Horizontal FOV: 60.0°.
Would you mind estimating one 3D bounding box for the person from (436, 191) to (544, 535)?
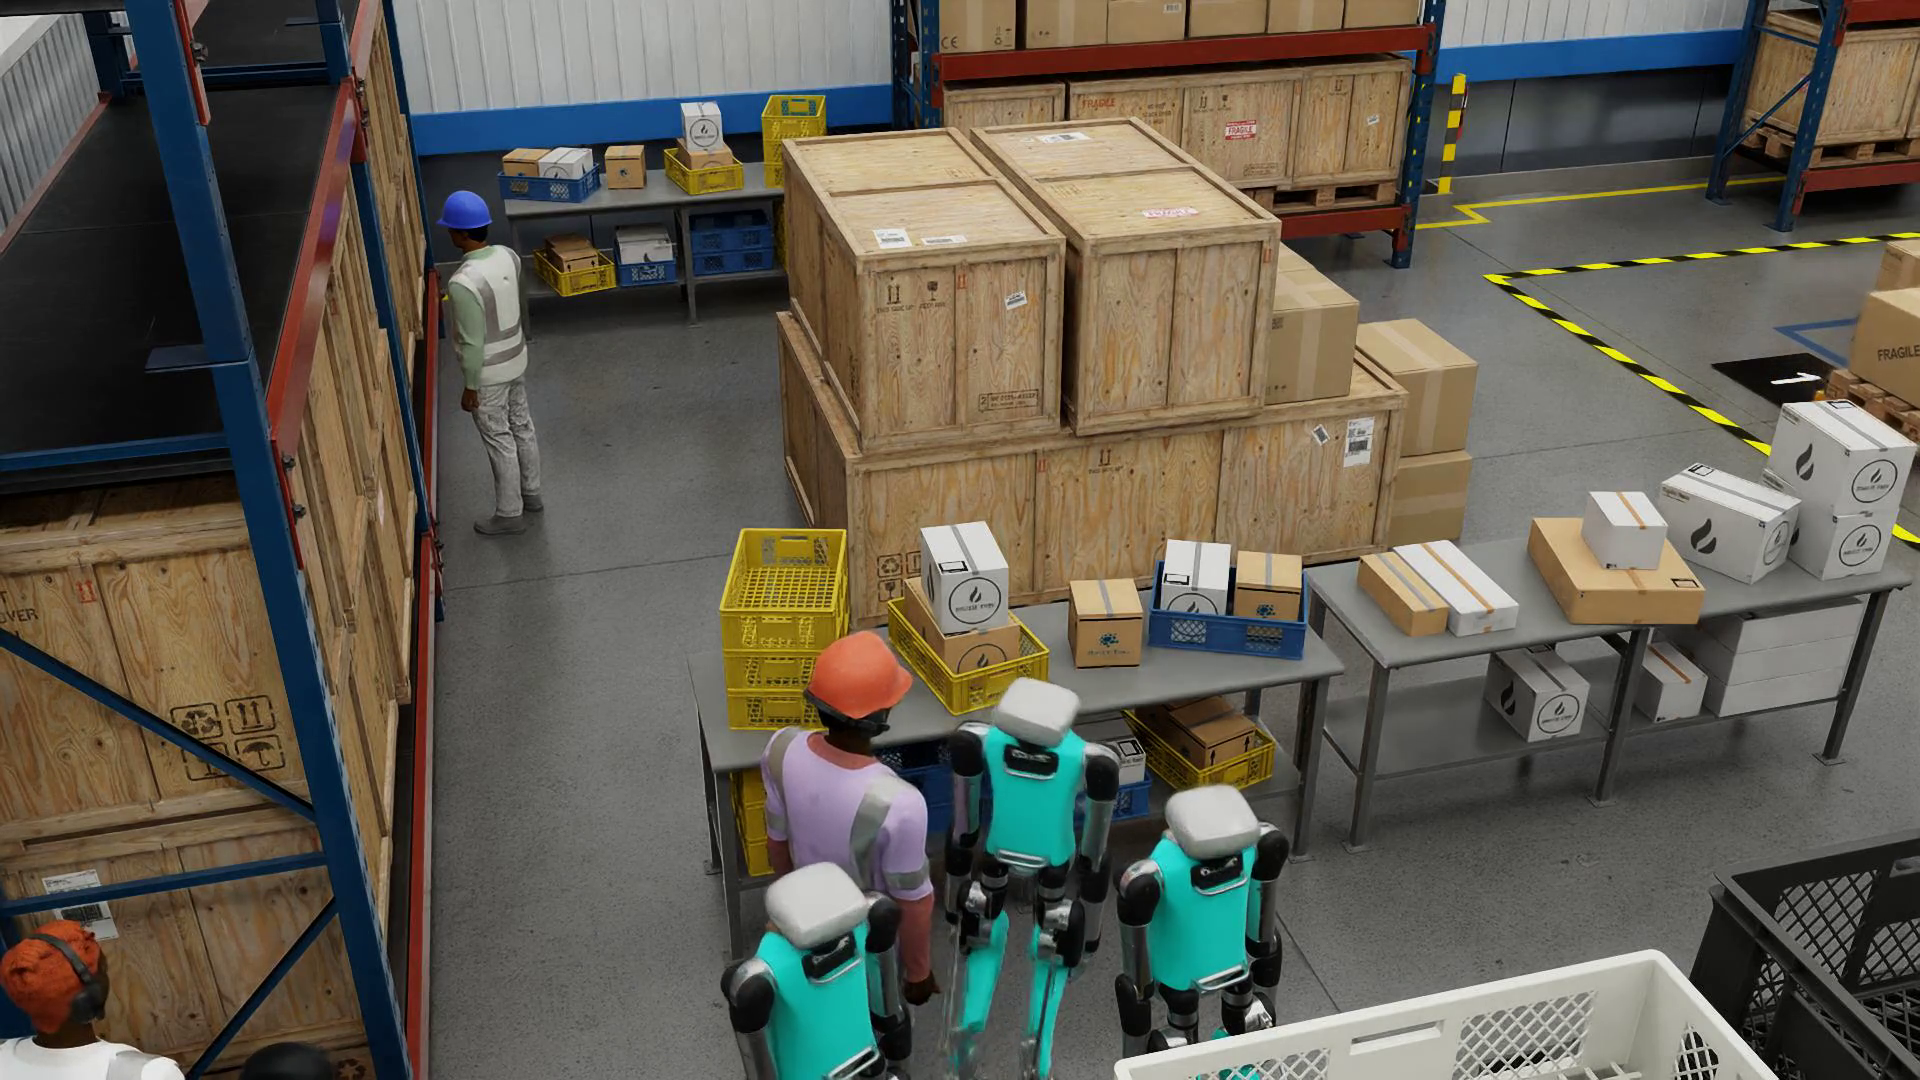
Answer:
[{"bbox_3d":[-2.566,-0.957,9.114,0.386,1.947,0.611,6,29,10],"label":"person"}]

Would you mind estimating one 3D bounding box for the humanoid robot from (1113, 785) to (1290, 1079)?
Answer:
[{"bbox_3d":[0.779,1.531,4.708,0.532,1.693,0.733,-13,31,-22],"label":"humanoid robot"}]

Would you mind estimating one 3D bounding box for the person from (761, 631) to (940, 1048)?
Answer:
[{"bbox_3d":[-0.311,1.175,5.148,0.607,2.043,0.394,21,35,33],"label":"person"}]

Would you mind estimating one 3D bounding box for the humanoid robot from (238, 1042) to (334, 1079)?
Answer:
[{"bbox_3d":[-1.605,1.928,4.157,0.409,1.654,0.608,-3,29,-6],"label":"humanoid robot"}]

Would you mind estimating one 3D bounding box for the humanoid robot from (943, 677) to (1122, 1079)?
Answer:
[{"bbox_3d":[0.165,1.321,5.194,0.553,1.796,0.668,7,30,13],"label":"humanoid robot"}]

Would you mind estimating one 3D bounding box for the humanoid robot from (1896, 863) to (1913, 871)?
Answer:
[{"bbox_3d":[4.109,0.693,6.400,0.613,1.633,0.417,14,32,23],"label":"humanoid robot"}]

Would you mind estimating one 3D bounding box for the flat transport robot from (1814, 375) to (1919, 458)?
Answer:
[{"bbox_3d":[6.108,-0.700,10.359,0.652,0.197,1.431,-7,30,-13],"label":"flat transport robot"}]

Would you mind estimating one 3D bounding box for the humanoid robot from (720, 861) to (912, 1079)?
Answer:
[{"bbox_3d":[-0.221,1.694,4.463,0.531,1.744,0.726,-24,37,-36],"label":"humanoid robot"}]

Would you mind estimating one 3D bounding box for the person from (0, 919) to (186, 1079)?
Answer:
[{"bbox_3d":[-2.118,1.754,4.258,0.583,1.882,0.337,3,29,5],"label":"person"}]
